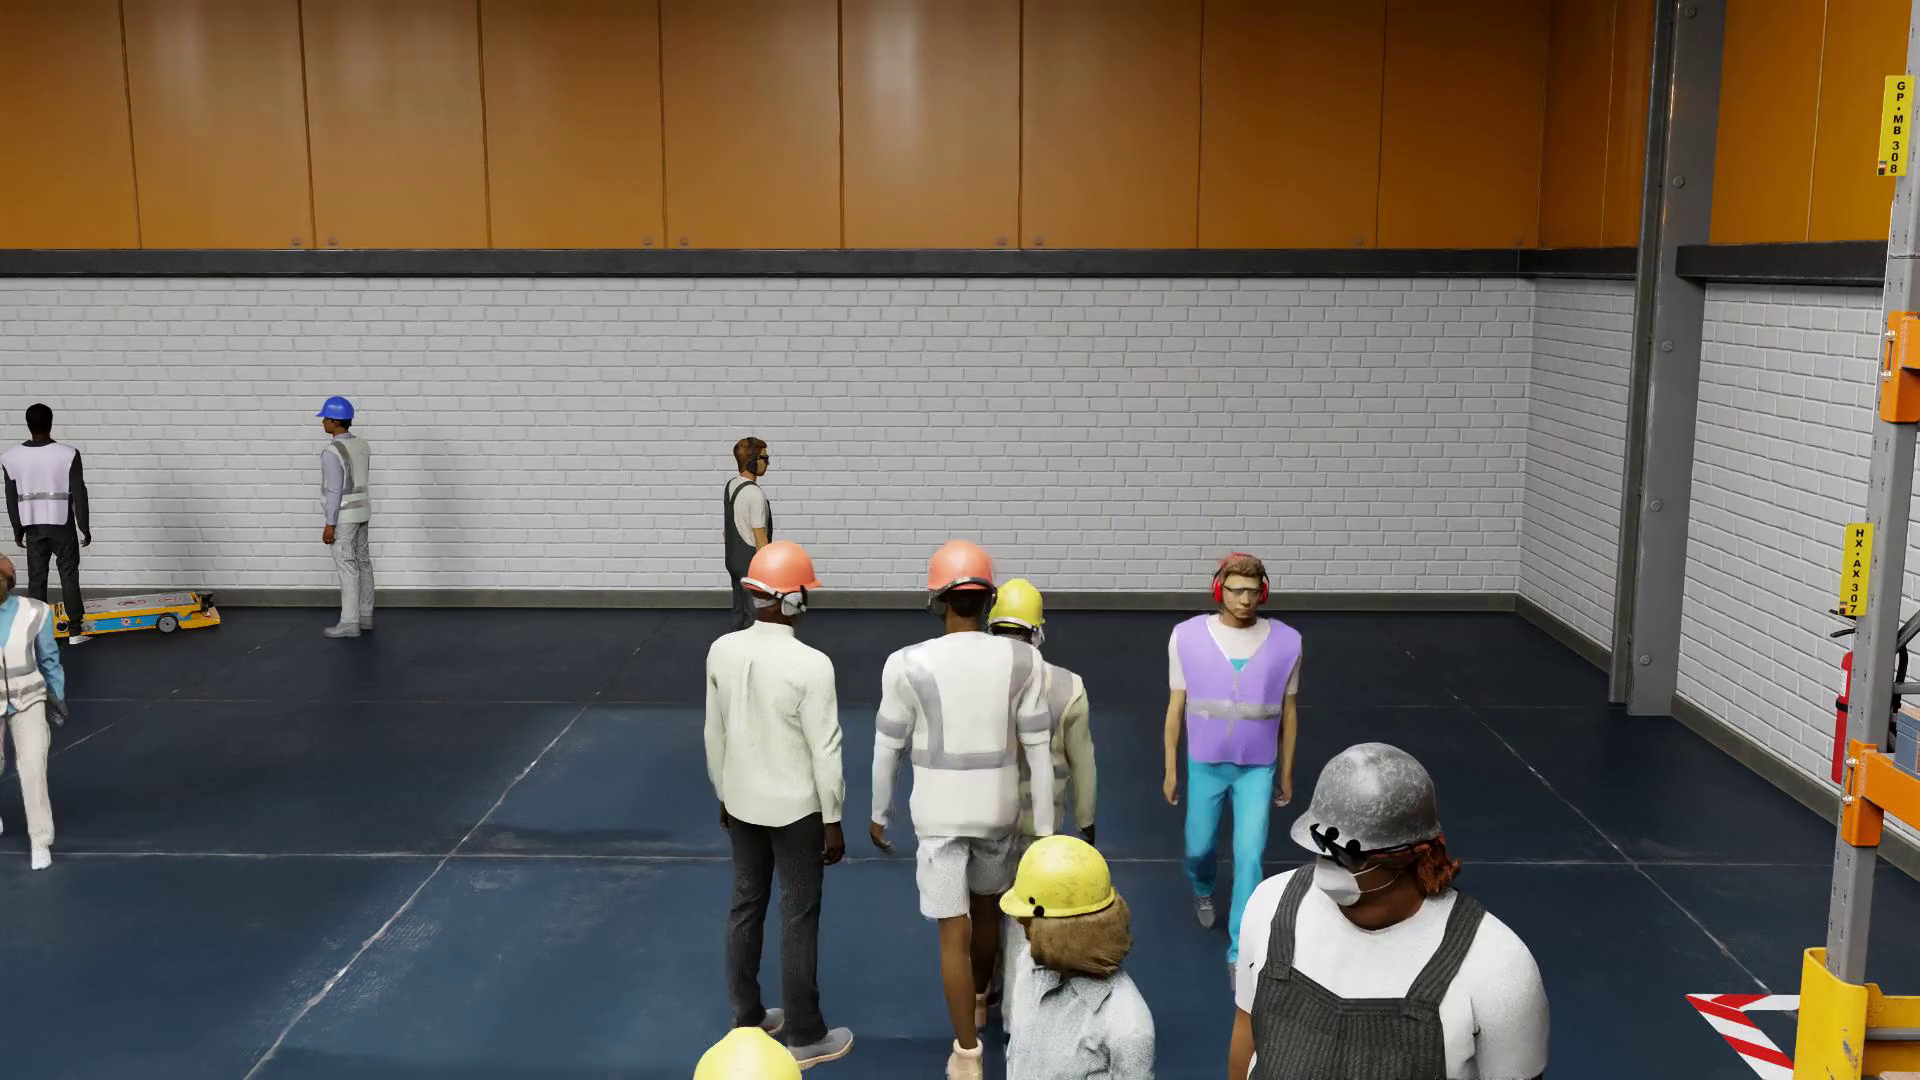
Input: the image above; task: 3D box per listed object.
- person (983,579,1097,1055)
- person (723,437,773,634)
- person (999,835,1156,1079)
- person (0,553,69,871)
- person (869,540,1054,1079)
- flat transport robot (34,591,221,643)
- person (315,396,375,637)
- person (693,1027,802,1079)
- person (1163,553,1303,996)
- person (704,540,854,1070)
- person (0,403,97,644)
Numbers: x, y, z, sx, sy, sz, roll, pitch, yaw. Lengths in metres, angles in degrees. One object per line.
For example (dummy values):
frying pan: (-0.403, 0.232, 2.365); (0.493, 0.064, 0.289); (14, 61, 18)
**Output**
person: (0.229, 1.042, 6.507); (0.624, 1.805, 0.687); (2, 10, 13)
person: (-1.428, 0.213, 11.377); (0.332, 1.844, 0.517); (-6, 11, -33)
person: (0.248, 1.520, 3.874); (0.314, 1.739, 0.485); (-6, 11, -31)
person: (-4.858, 0.824, 8.450); (0.552, 1.604, 0.744); (-7, 12, -35)
person: (-0.023, 0.992, 6.244); (0.631, 1.998, 0.943); (-3, 10, -17)
flat transport robot: (-6.888, 0.618, 13.662); (1.431, 0.197, 0.652); (-5, 11, -28)
person: (-4.976, -0.191, 13.485); (0.380, 1.951, 0.605); (1, 10, 5)
person: (-0.339, 1.711, 2.743); (0.530, 1.739, 0.632); (-3, 10, -15)
person: (1.154, 0.937, 7.106); (0.578, 1.820, 0.783); (1, 10, 5)
person: (-0.676, 0.989, 6.285); (0.622, 1.992, 0.396); (6, 11, 34)
person: (-7.189, -0.116, 13.129); (0.593, 1.922, 0.392); (-2, 10, -10)
